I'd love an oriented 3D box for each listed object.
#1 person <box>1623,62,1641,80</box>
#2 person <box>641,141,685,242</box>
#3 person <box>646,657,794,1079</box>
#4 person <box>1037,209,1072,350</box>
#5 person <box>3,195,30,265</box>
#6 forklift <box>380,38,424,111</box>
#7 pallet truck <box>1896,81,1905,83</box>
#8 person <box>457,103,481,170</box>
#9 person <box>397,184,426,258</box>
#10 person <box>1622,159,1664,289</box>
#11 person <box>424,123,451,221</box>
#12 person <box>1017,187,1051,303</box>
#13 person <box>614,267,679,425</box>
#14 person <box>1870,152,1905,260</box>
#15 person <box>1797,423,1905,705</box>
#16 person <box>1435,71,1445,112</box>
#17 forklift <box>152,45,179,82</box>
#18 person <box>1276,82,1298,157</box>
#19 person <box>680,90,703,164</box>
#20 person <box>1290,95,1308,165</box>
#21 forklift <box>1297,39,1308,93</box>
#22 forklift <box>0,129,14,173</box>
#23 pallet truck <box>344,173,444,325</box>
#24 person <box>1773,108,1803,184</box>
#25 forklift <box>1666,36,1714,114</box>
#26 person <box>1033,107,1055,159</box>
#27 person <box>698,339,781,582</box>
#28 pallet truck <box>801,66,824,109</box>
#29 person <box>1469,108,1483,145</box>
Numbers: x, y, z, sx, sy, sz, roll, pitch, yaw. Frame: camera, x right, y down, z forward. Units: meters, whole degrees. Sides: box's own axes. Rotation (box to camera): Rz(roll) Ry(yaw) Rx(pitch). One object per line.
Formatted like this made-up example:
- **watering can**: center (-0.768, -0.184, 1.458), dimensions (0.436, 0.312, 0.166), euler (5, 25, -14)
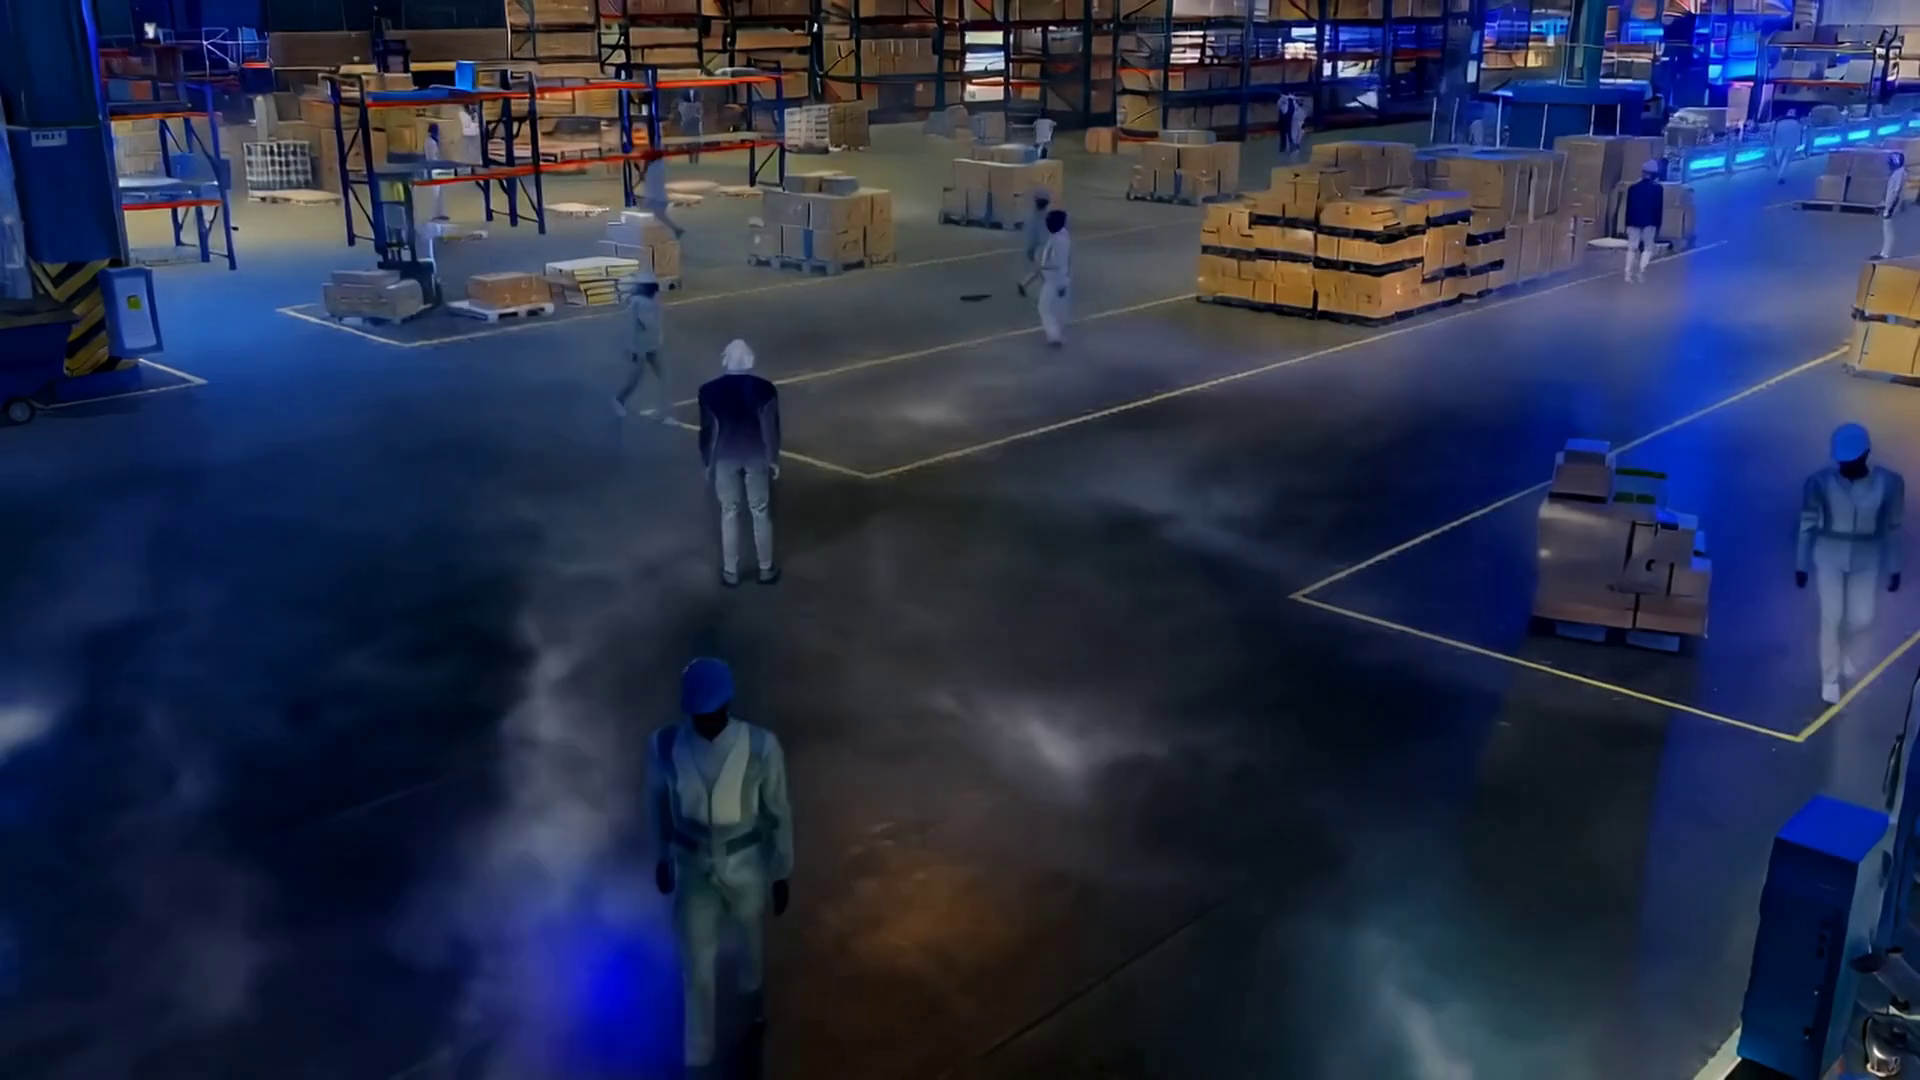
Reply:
- **person**: center (24.705, -16.613, 61.305), dimensions (0.635, 1.939, 0.362), euler (1, 18, 2)
- **person**: center (-5.504, -6.315, 30.348), dimensions (0.806, 1.902, 0.595), euler (-6, 19, -18)
- **person**: center (-1.029, 1.399, 7.103), dimensions (0.634, 1.891, 0.983), euler (0, 18, 1)
- **person**: center (1.199, -3.372, 21.593), dimensions (0.500, 1.826, 0.630), euler (1, 18, 3)
- **person**: center (-12.914, -3.833, 22.960), dimensions (0.530, 1.837, 0.373), euler (1, 18, 4)
- **forklift**: center (-19.986, -16.397, 59.182), dimensions (1.129, 2.768, 1.873), euler (-13, 23, -35)
- **pallet truck**: center (34.802, -16.331, 61.455), dimensions (0.653, 1.274, 1.630), euler (17, 25, 41)
- **person**: center (-12.448, -10.294, 42.331), dimensions (0.593, 1.895, 0.594), euler (-15, 24, -38)
- **person**: center (-8.426, -4.646, 25.646), dimensions (0.543, 1.679, 0.431), euler (11, 21, 29)
- **person**: center (10.731, -4.955, 26.098), dimensions (0.398, 1.990, 0.620), euler (-13, 22, -34)
- **person**: center (-10.644, -7.458, 33.729), dimensions (0.379, 1.937, 0.629), euler (-8, 20, -22)
- **person**: center (1.126, -4.367, 24.711), dimensions (0.598, 1.751, 0.529), euler (10, 21, 27)
- **person**: center (-3.440, -2.111, 17.967), dimensions (0.803, 1.714, 0.493), euler (13, 23, 35)
- **person**: center (15.947, -5.688, 28.499), dimensions (0.311, 1.869, 0.530), euler (7, 20, 20)
- **person**: center (5.841, 0.128, 10.947), dimensions (0.651, 1.881, 0.532), euler (7, 20, 21)
- **person**: center (17.761, -16.542, 61.564), dimensions (0.351, 1.621, 0.541), euler (16, 24, 40)
- **forklift**: center (-25.011, -14.211, 52.597), dimensions (1.129, 2.768, 1.873), euler (17, 25, 41)
- **person**: center (9.156, -11.792, 46.622), dimensions (0.688, 2.000, 0.536), euler (-5, 19, -16)
- **person**: center (-7.258, -11.194, 45.019), dimensions (0.611, 1.926, 0.989), euler (-3, 19, -8)
- **person**: center (8.624, -10.325, 42.360), dimensions (0.370, 1.939, 0.543), euler (0, 18, 1)
- **forklift**: center (11.794, -16.396, 59.181), dimensions (1.129, 2.768, 1.873), euler (17, 25, 41)
- **forklift**: center (-24.027, -10.894, 42.604), dimensions (1.129, 2.768, 1.873), euler (17, 25, 41)
- **pallet truck**: center (-8.209, -4.181, 23.757), dimensions (0.823, 1.965, 1.885), euler (3, 19, 9)
- **person**: center (19.954, -9.504, 40.117), dimensions (0.606, 1.800, 0.892), euler (15, 23, 38)
- **forklift**: center (27.341, -17.291, 61.877), dimensions (1.129, 2.768, 1.873), euler (17, 25, 41)
- **person**: center (2.125, -10.094, 42.072), dimensions (0.540, 1.681, 0.475), euler (2, 18, 5)
- **person**: center (-1.724, -0.619, 13.118), dimensions (0.630, 1.938, 0.366), euler (-2, 18, -6)
- **pallet truck**: center (-4.812, -15.182, 56.903), dimensions (0.823, 1.965, 1.885), euler (-9, 21, -26)
- **person**: center (12.288, -9.349, 39.608), dimensions (0.527, 1.827, 0.997), euler (-16, 24, -40)
